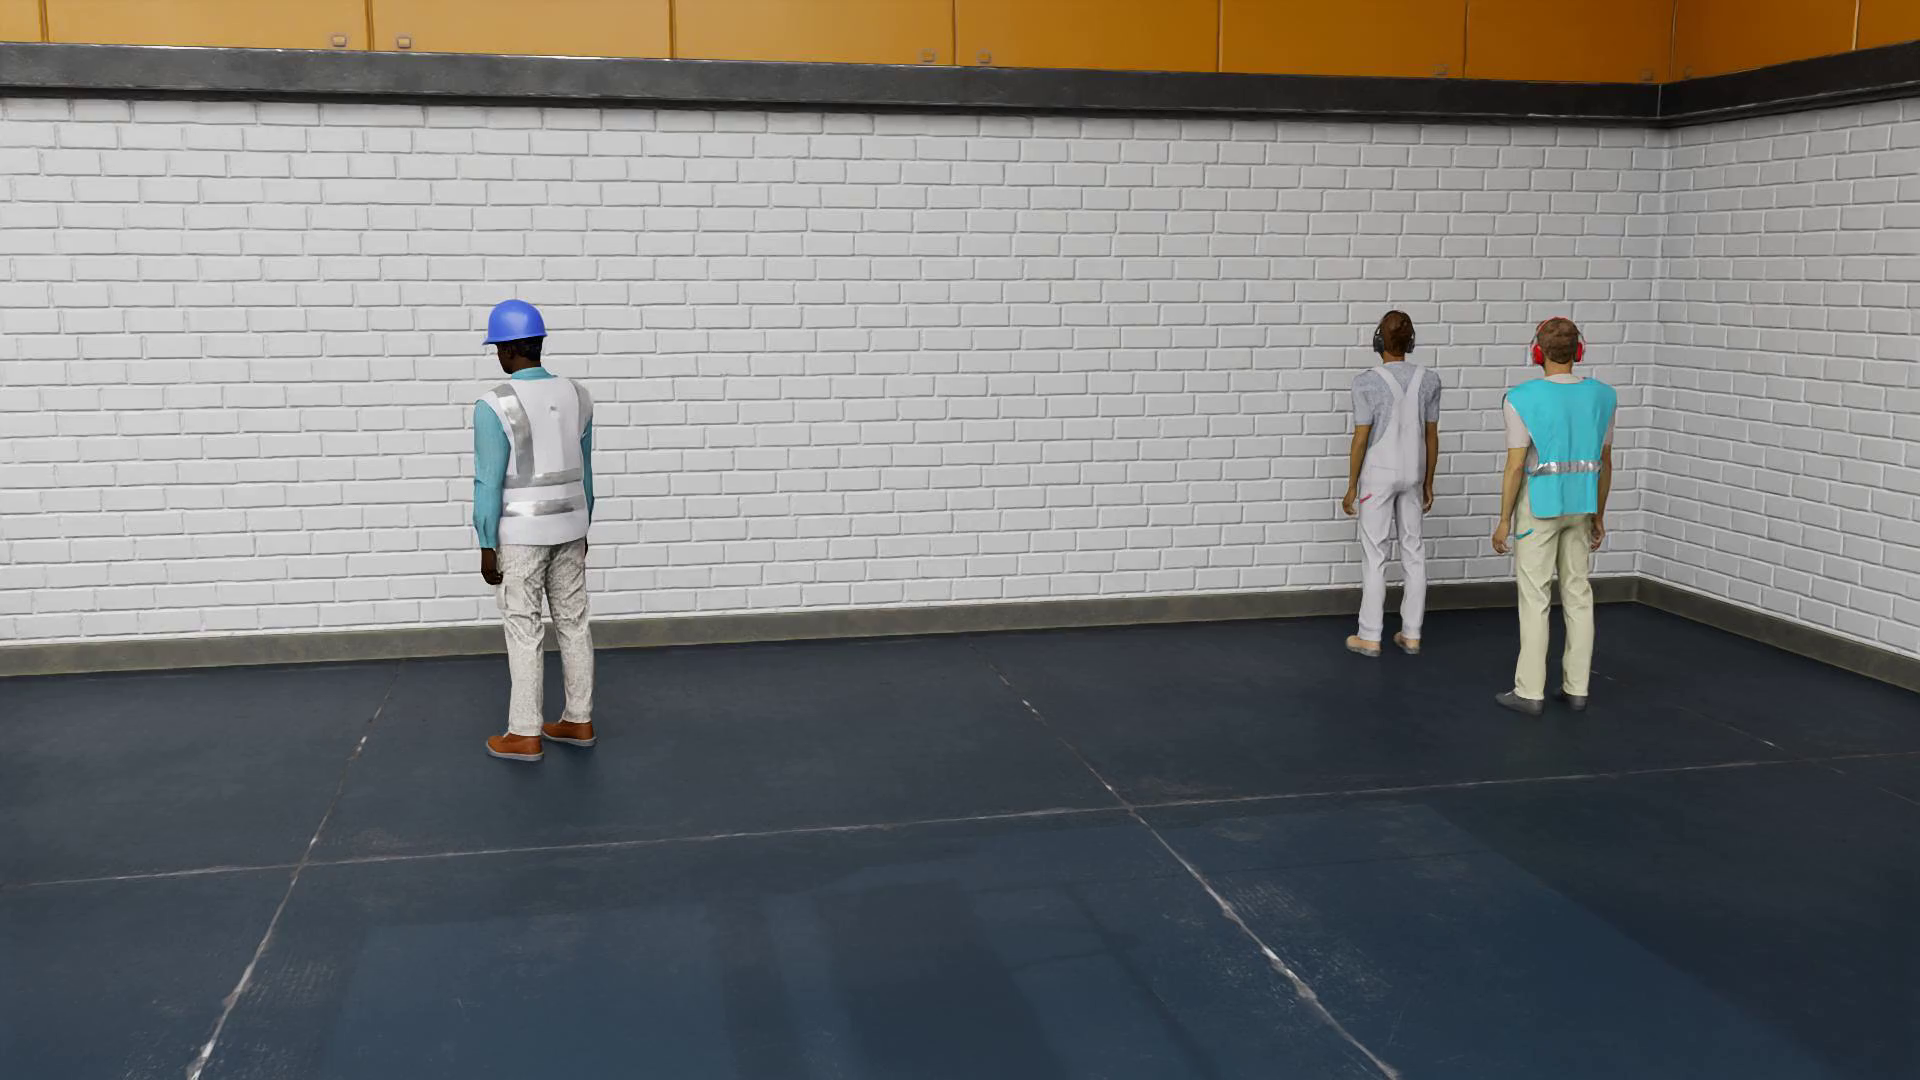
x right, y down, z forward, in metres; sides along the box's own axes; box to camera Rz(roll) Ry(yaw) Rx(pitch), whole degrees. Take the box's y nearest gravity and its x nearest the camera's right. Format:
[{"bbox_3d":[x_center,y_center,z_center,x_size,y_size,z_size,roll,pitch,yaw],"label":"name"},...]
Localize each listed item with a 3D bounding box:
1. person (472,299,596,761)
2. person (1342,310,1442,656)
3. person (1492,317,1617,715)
[{"bbox_3d":[-1.801,-0.038,7.031,0.416,1.939,0.604,7,11,35],"label":"person"},{"bbox_3d":[2.295,-0.296,8.875,0.505,1.847,0.344,-2,9,-11],"label":"person"},{"bbox_3d":[2.756,-0.104,7.711,0.566,1.841,0.381,-2,10,-14],"label":"person"}]
